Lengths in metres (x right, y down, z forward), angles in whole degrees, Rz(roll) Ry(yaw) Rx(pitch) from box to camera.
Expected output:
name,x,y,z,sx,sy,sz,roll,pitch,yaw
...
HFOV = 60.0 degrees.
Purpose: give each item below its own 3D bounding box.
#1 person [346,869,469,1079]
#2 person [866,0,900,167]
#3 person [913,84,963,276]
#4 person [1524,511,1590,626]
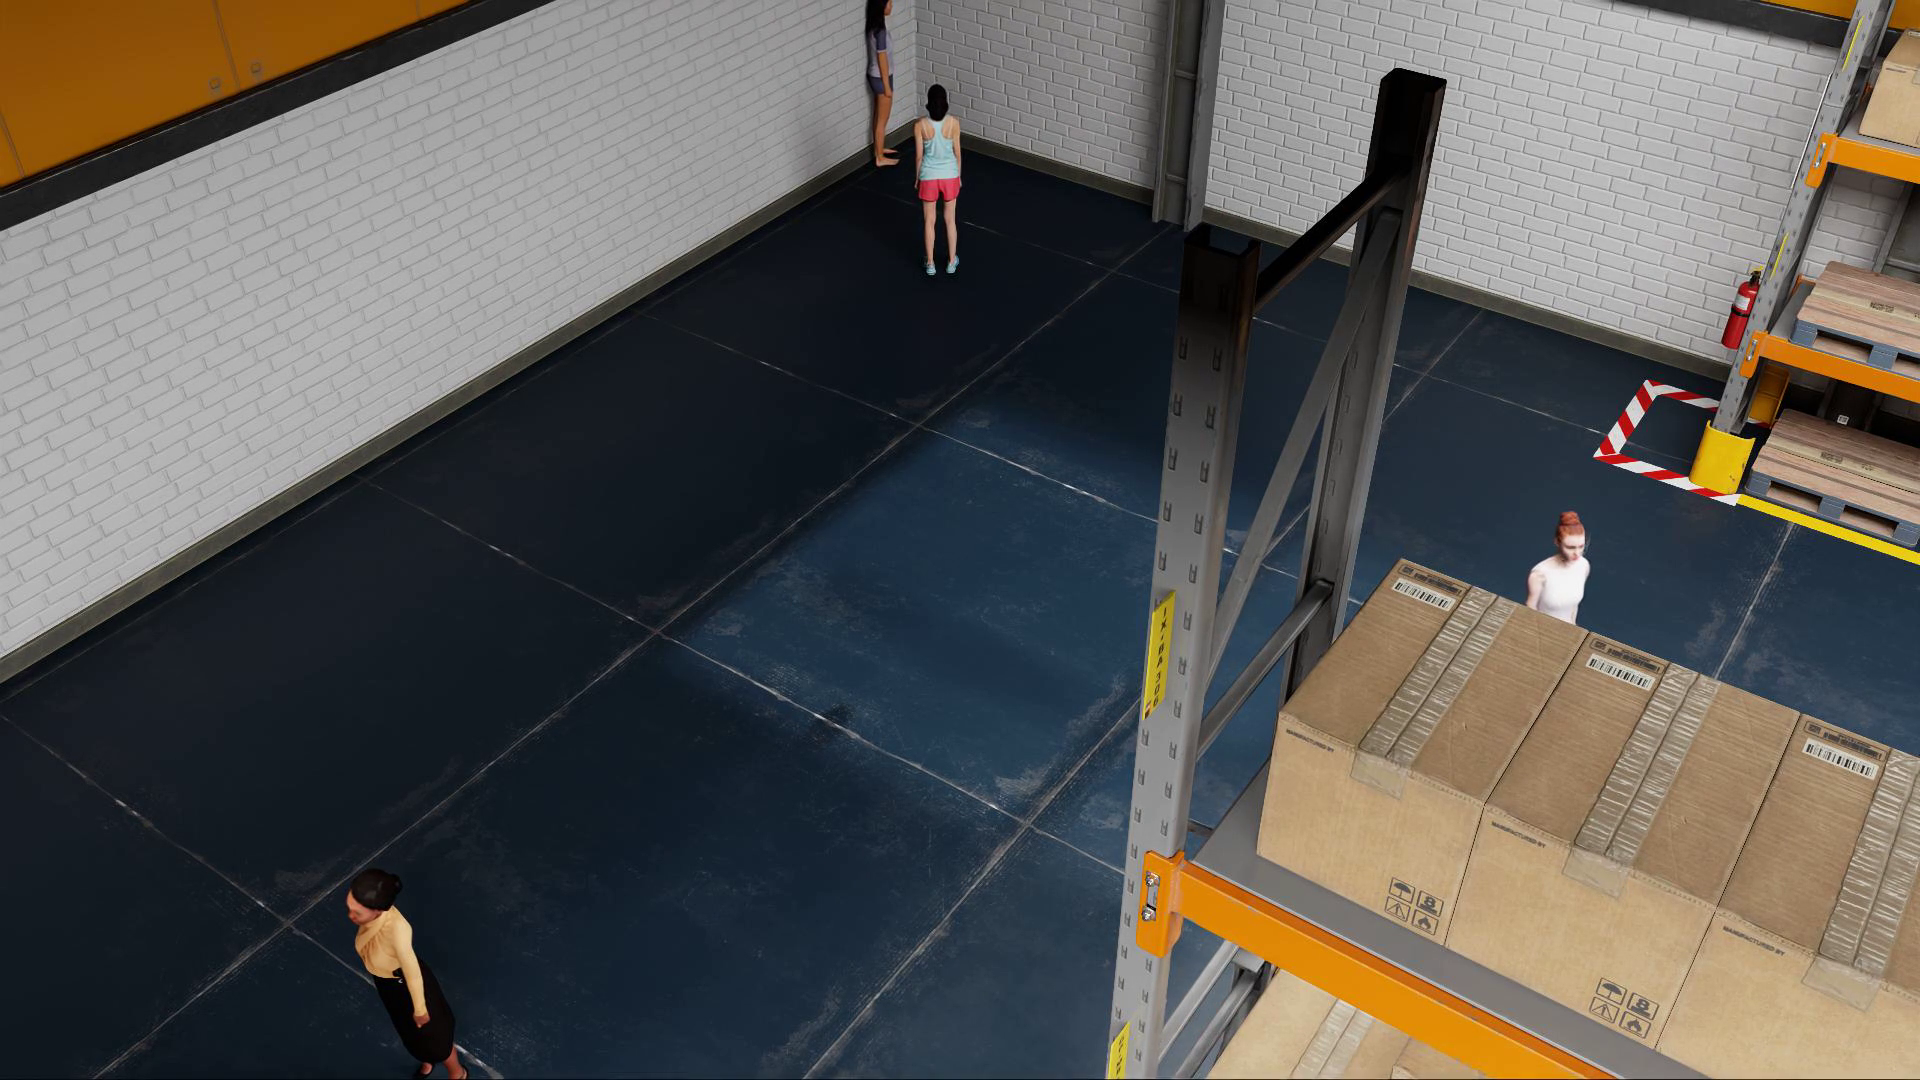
name,x,y,z,sx,sy,sz,roll,pitch,yaw
person,-2.664,2.153,8.015,0.513,1.651,0.649,30,47,32
person,-0.783,-4.539,16.329,0.716,1.732,0.647,-8,39,-10
person,-0.188,-3.164,14.582,0.703,1.765,0.768,-3,39,-4
person,3.436,0.579,9.874,0.636,1.791,0.654,-13,40,-16
